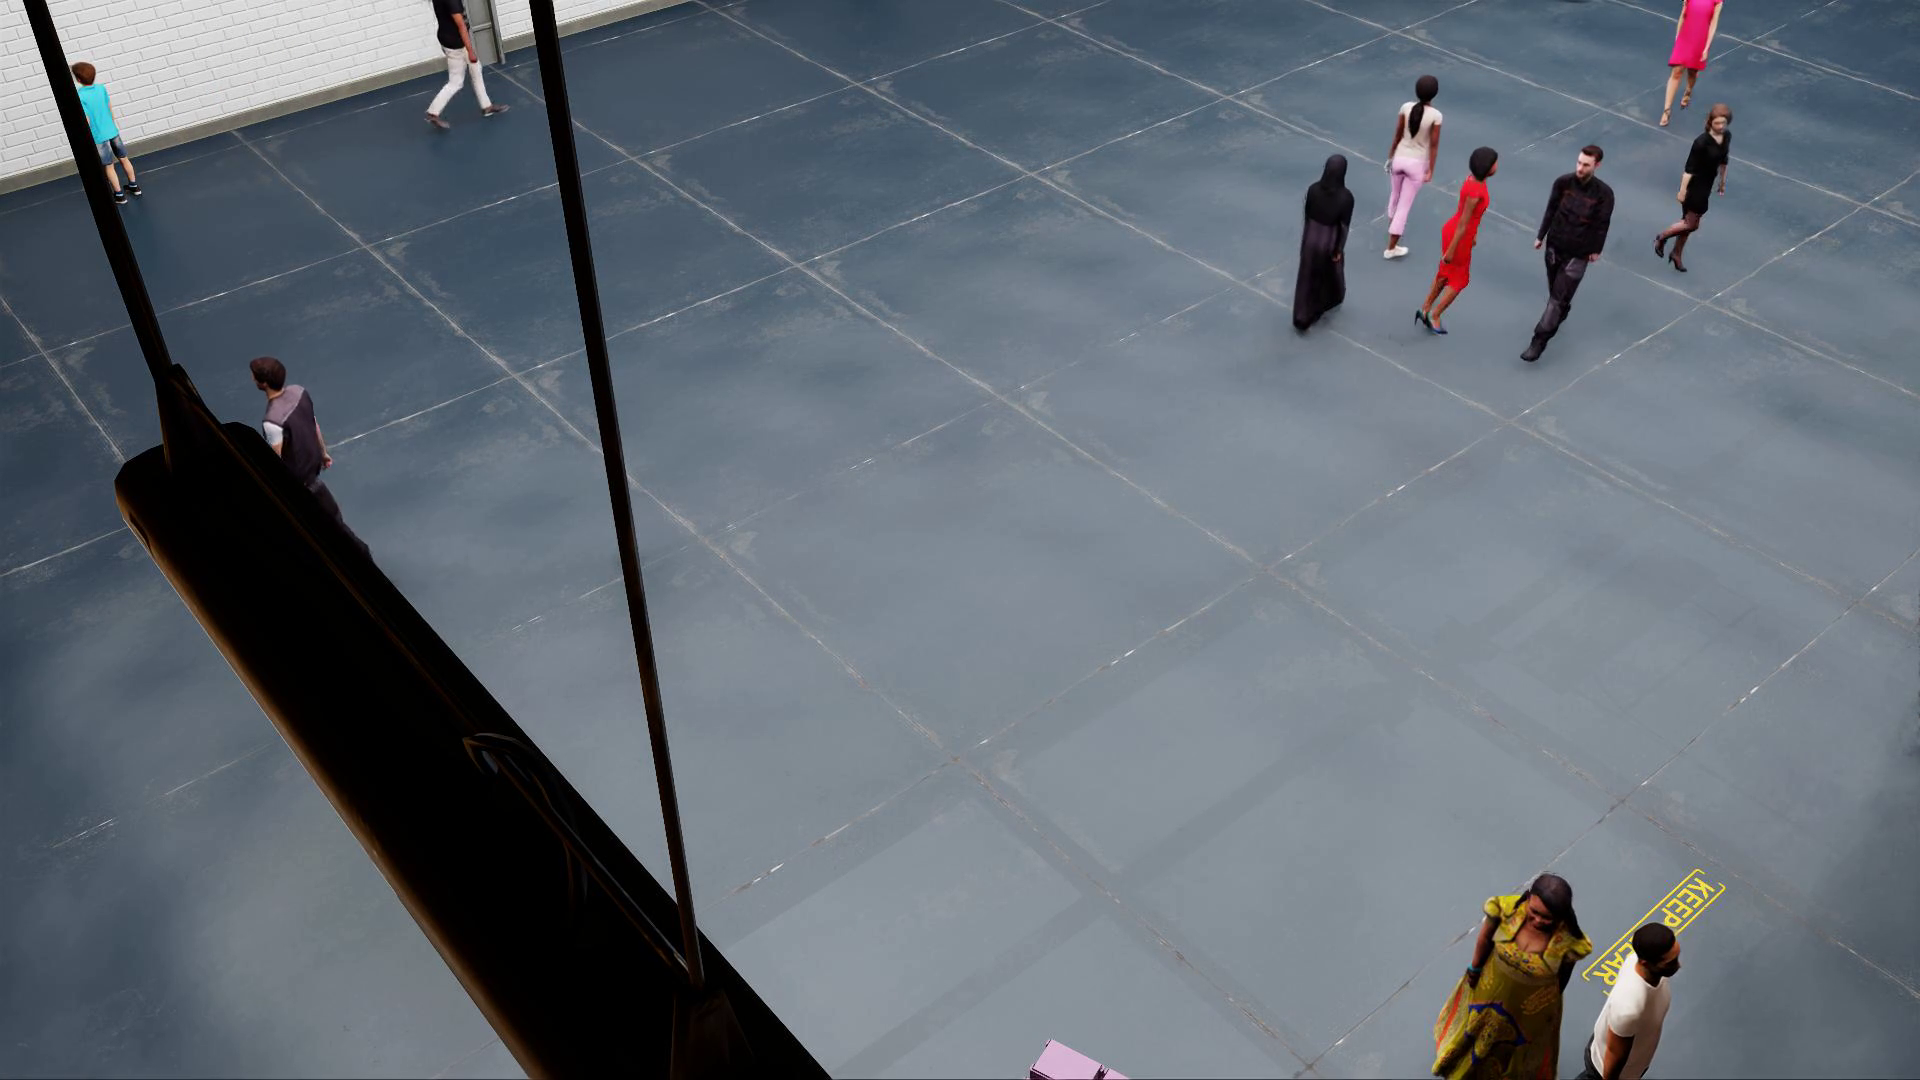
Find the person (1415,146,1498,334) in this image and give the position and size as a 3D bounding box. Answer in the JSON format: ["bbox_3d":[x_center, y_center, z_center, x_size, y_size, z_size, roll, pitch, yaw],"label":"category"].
[{"bbox_3d":[4.263,-2.577,14.449,0.813,1.716,0.752,14,41,17],"label":"person"}]

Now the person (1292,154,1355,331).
[{"bbox_3d":[3.136,-2.585,14.545,0.844,1.610,1.102,18,42,21],"label":"person"}]

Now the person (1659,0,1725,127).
[{"bbox_3d":[7.957,-5.382,17.982,0.809,1.690,1.095,20,43,23],"label":"person"}]

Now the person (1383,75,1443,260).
[{"bbox_3d":[4.177,-3.476,15.574,0.706,1.717,0.939,30,47,32],"label":"person"}]

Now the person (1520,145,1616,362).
[{"bbox_3d":[5.241,-2.514,14.246,1.217,1.870,0.741,-31,48,-33],"label":"person"}]

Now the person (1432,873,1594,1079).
[{"bbox_3d":[2.829,2.256,8.443,0.954,1.659,0.916,20,43,23],"label":"person"}]

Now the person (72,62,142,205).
[{"bbox_3d":[-8.514,-4.068,16.530,0.656,1.448,0.556,15,41,18],"label":"person"}]

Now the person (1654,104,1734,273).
[{"bbox_3d":[6.720,-3.271,15.341,0.597,1.686,0.681,-27,46,-30],"label":"person"}]

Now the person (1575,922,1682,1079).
[{"bbox_3d":[3.169,2.475,8.052,0.758,1.805,0.587,21,43,24],"label":"person"}]

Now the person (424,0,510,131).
[{"bbox_3d":[-5.458,-5.251,17.751,1.233,1.773,0.774,-21,43,-24],"label":"person"}]

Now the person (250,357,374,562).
[{"bbox_3d":[-4.551,-0.469,11.734,1.226,1.809,1.148,2,39,3],"label":"person"}]
